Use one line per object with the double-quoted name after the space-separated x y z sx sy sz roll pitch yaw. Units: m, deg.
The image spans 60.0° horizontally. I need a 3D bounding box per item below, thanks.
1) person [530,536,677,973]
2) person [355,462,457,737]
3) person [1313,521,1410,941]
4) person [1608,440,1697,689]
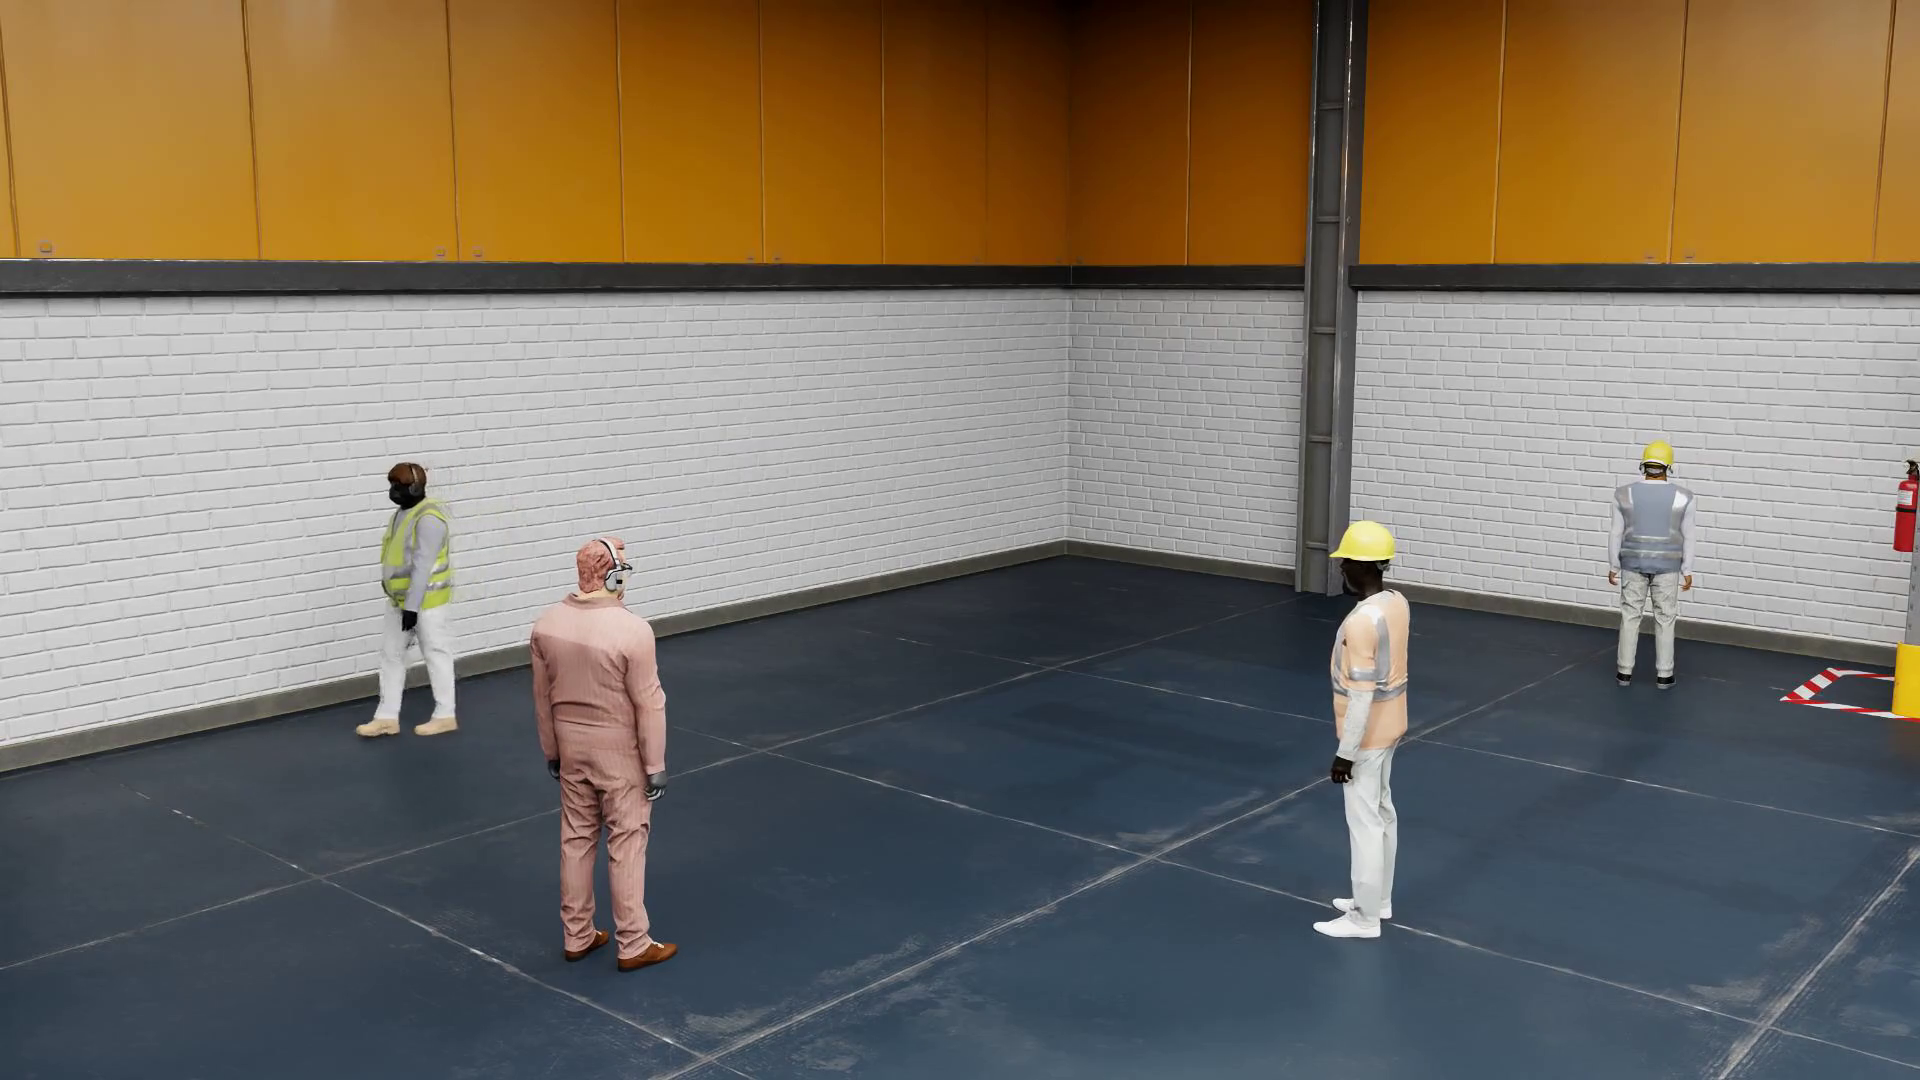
-1.541 0.930 7.296 0.652 1.906 0.405 5 10 26 "person"
-3.647 0.407 10.870 0.637 1.828 0.635 -8 12 -42 "person"
1.848 0.869 7.616 0.368 1.928 0.585 5 10 30 "person"
5.084 0.180 12.236 0.600 1.831 0.404 4 10 24 "person"
